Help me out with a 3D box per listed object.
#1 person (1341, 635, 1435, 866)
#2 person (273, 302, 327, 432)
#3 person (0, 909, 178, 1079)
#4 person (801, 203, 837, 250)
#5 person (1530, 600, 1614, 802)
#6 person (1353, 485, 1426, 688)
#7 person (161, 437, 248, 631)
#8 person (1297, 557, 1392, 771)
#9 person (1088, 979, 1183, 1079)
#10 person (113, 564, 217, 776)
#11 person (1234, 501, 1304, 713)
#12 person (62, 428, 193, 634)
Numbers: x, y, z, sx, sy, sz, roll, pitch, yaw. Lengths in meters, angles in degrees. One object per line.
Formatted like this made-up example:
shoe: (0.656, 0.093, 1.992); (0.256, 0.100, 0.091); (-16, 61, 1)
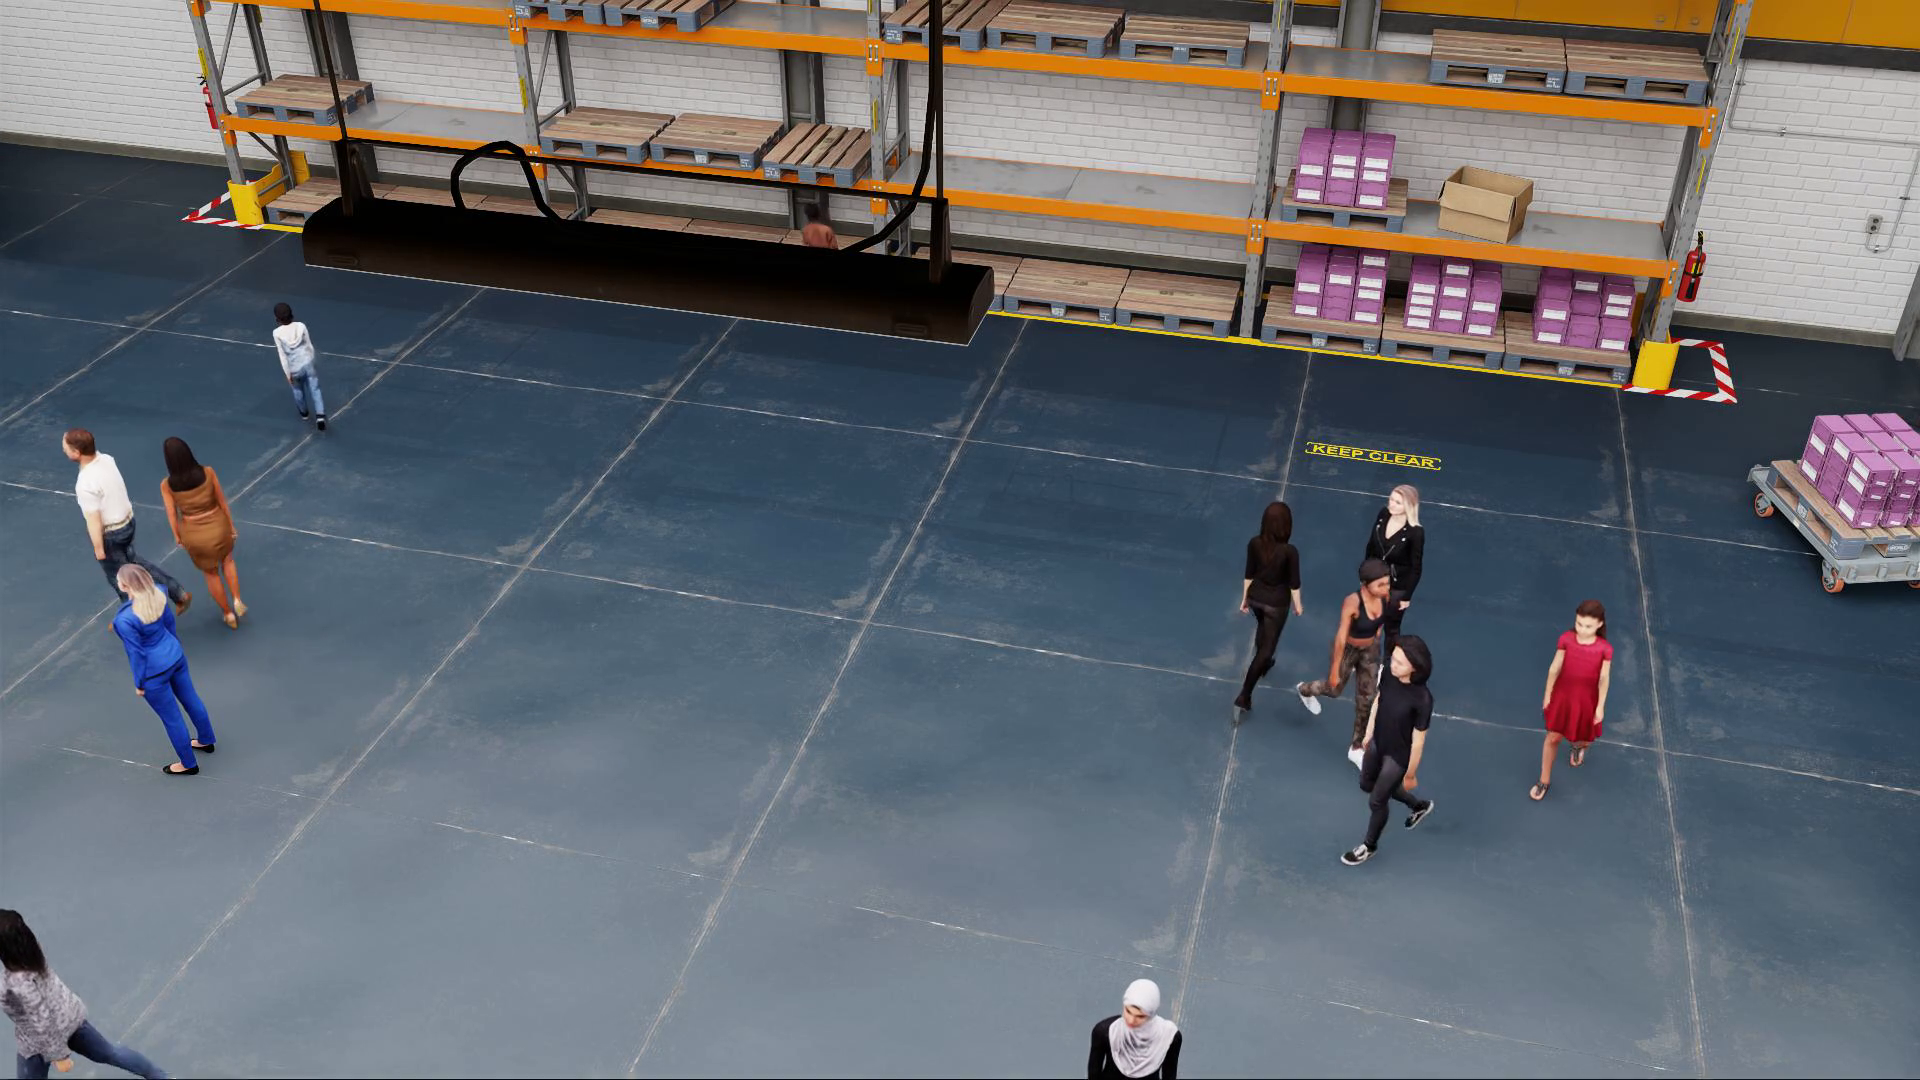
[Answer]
person: (2.852, 1.303, 10.642); (1.035, 1.813, 0.922); (-11, 35, -16)
person: (-6.162, -1.616, 15.548); (0.815, 1.243, 0.880); (-18, 38, -25)
person: (-4.721, 2.580, 8.838); (1.275, 1.684, 1.094); (-11, 35, -16)
person: (-1.451, -2.937, 17.537); (0.441, 1.242, 0.705); (21, 39, 29)
person: (4.199, 1.036, 11.290); (0.833, 1.541, 0.749); (16, 37, 22)
person: (3.165, 0.314, 12.246); (0.751, 1.685, 0.660); (-24, 41, -32)
person: (-5.746, -0.007, 12.740); (0.705, 1.674, 0.756); (-19, 38, -26)
person: (2.689, 0.778, 11.569); (1.096, 1.662, 1.104); (-17, 37, -24)
person: (0.845, 2.832, 8.372); (0.529, 1.780, 0.699); (2, 34, 4)
person: (-5.460, 0.872, 11.393); (0.528, 1.701, 0.611); (8, 34, 12)
person: (2.207, 0.499, 12.030); (1.057, 1.616, 0.913); (24, 41, 32)
person: (-6.349, -0.058, 12.664); (1.020, 1.842, 0.837); (-1, 34, -1)
